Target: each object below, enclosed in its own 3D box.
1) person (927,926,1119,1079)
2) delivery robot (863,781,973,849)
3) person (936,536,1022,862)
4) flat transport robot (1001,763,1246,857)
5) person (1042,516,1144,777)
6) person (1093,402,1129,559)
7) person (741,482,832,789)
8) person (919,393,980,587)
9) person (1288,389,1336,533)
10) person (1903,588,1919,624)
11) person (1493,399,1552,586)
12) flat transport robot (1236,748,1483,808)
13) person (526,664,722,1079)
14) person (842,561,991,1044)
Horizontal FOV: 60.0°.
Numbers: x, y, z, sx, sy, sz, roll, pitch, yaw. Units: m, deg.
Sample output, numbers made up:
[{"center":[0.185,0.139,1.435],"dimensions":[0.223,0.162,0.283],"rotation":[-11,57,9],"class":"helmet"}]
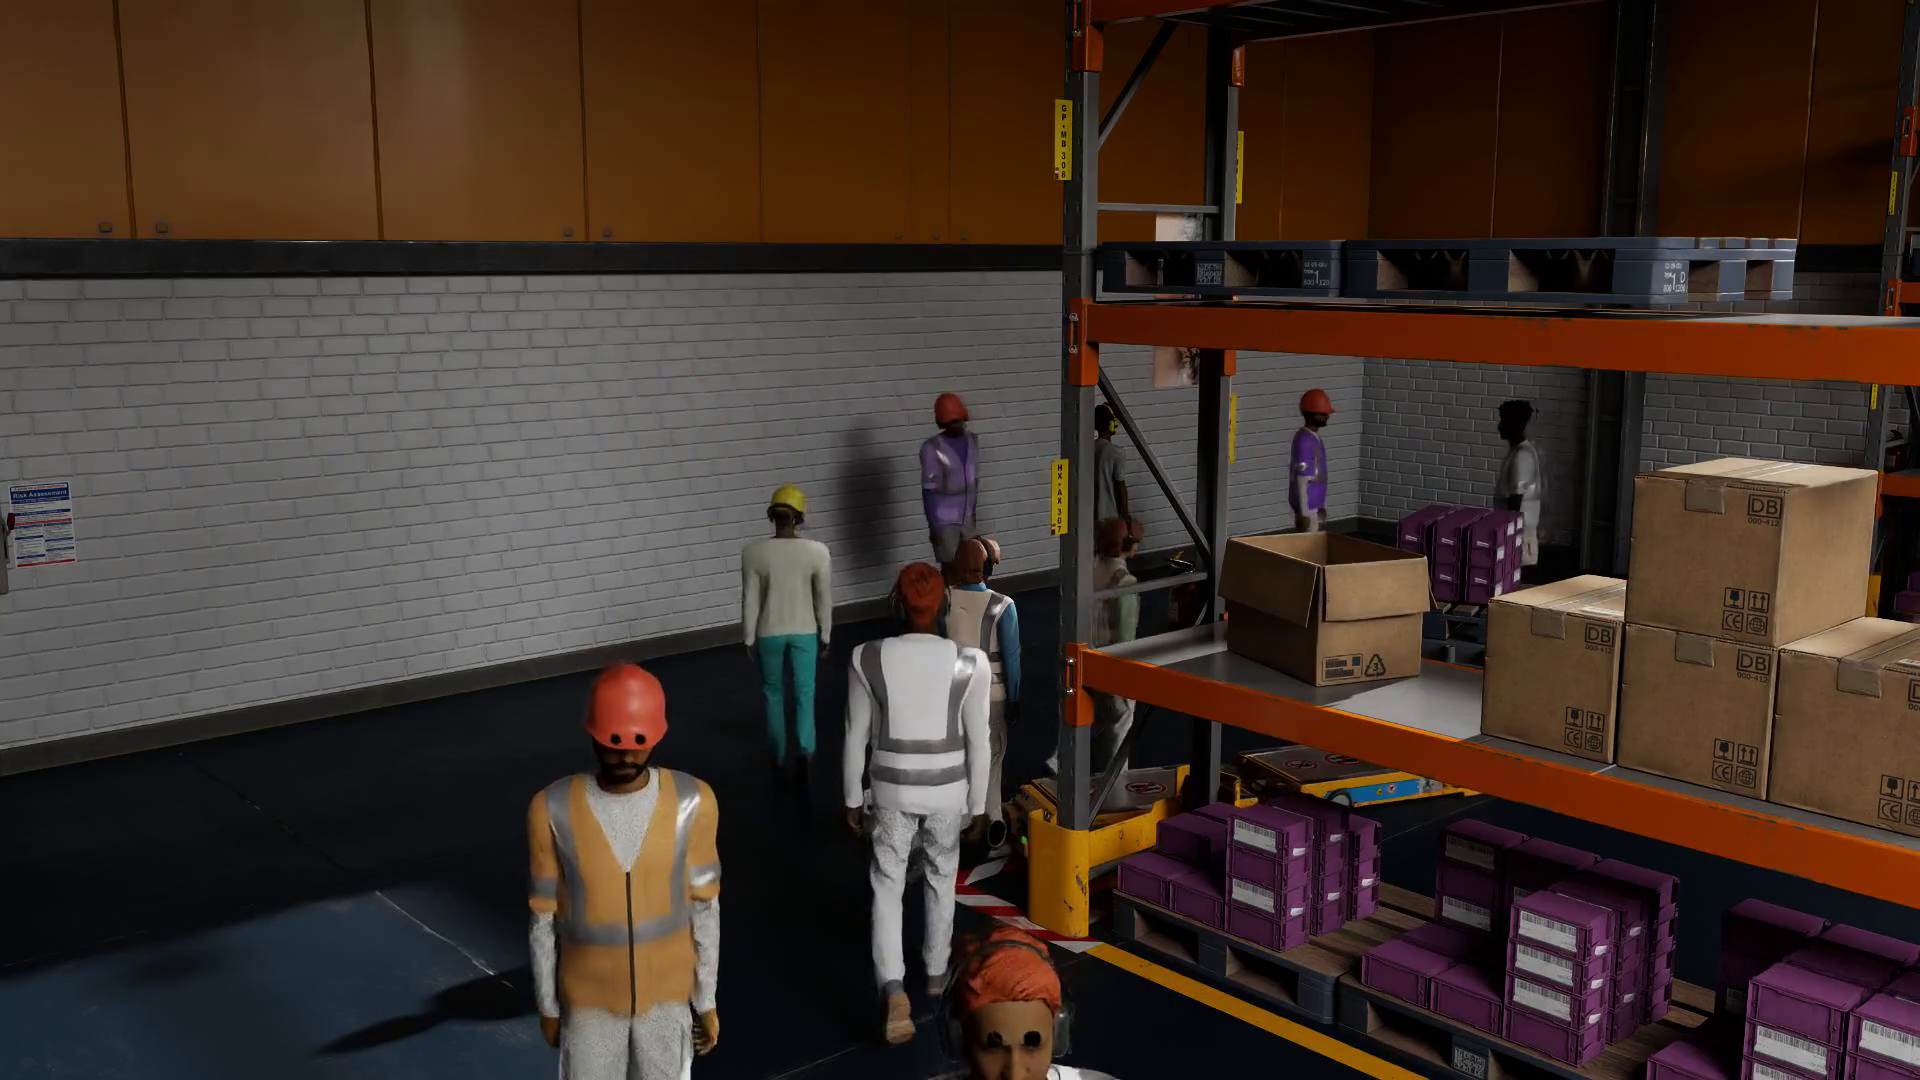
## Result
[{"center":[0.075,1.591,3.055],"dimensions":[0.589,1.871,0.429],"rotation":[-2,10,-13],"class":"person"},{"center":[-0.155,1.302,8.327],"dimensions":[0.477,0.478,0.707],"rotation":[8,13,41],"class":"delivery robot"},{"center":[0.071,0.796,8.391],"dimensions":[0.521,1.638,0.311],"rotation":[6,11,30],"class":"person"},{"center":[0.906,1.411,8.794],"dimensions":[1.431,0.197,0.652],"rotation":[-3,10,-17],"class":"flat transport robot"},{"center":[0.764,0.671,9.178],"dimensions":[0.497,1.617,0.531],"rotation":[-4,11,-24],"class":"person"},{"center":[1.169,-0.170,13.358],"dimensions":[0.513,1.877,0.328],"rotation":[9,13,44],"class":"person"},{"center":[-0.996,0.545,9.587],"dimensions":[0.523,1.739,0.779],"rotation":[-1,10,-6],"class":"person"},{"center":[-0.018,-0.185,13.123],"dimensions":[0.492,1.987,0.777],"rotation":[9,13,42],"class":"person"},{"center":[2.968,-0.317,14.050],"dimensions":[0.373,1.938,0.558],"rotation":[3,10,18],"class":"person"},{"center":[7.171,0.058,12.074],"dimensions":[0.990,1.852,0.677],"rotation":[8,12,38],"class":"person"},{"center":[4.467,-0.160,13.192],"dimensions":[0.998,1.924,0.627],"rotation":[3,10,16],"class":"person"},{"center":[2.226,1.314,9.362],"dimensions":[1.431,0.197,0.652],"rotation":[-4,10,-22],"class":"flat transport robot"},{"center":[-0.950,1.273,4.779],"dimensions":[0.539,1.920,0.494],"rotation":[-3,10,-16],"class":"person"},{"center":[-0.169,1.008,6.535],"dimensions":[0.591,1.857,0.877],"rotation":[0,10,1],"class":"person"}]
